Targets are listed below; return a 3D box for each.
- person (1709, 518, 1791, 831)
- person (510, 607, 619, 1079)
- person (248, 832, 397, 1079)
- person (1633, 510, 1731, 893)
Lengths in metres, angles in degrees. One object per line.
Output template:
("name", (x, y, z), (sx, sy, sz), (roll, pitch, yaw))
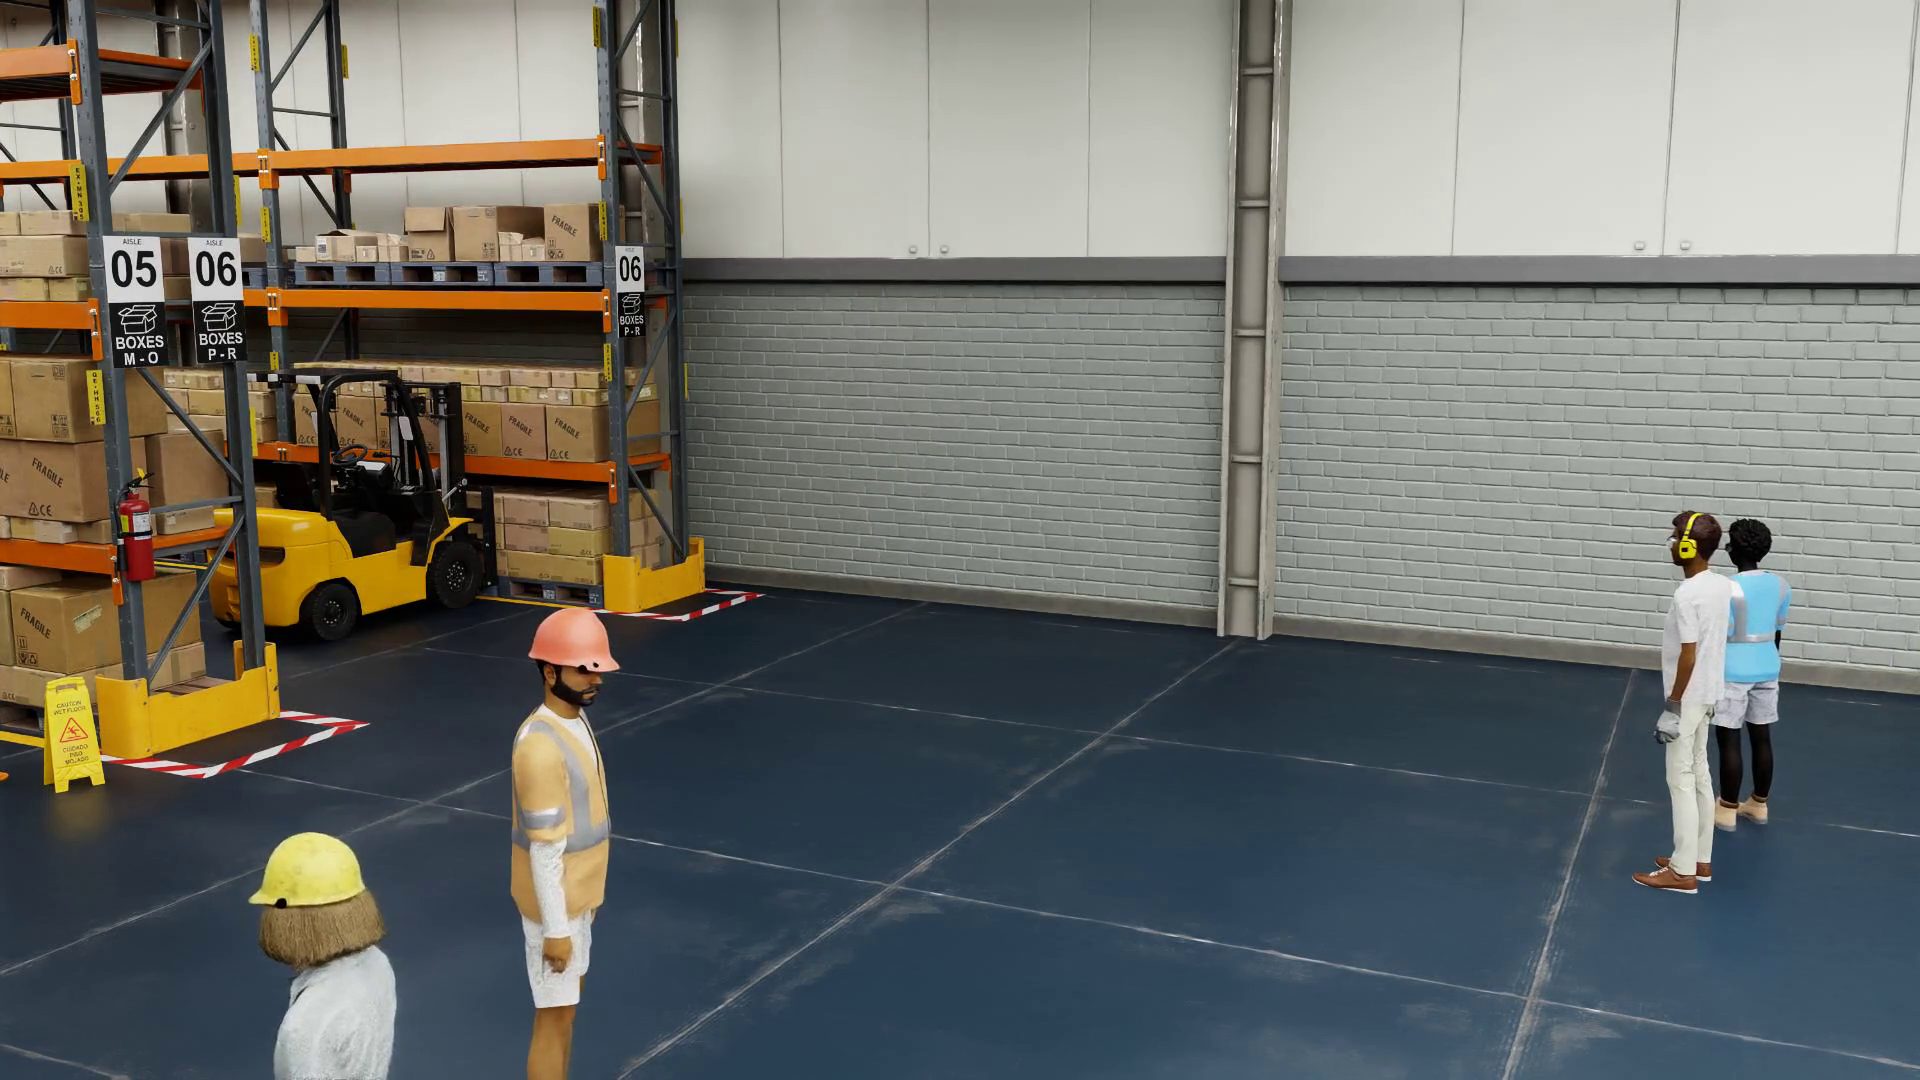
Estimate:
("person", (4.232, 0.728, 9.010), (0.537, 1.695, 0.321), (-4, 10, -22))
("person", (-1.295, 1.175, 5.547), (0.375, 1.934, 0.547), (-1, 9, -3))
("person", (-1.474, 1.538, 3.931), (0.322, 1.736, 0.498), (0, 9, -1))
("person", (3.546, 0.787, 8.126), (0.312, 1.869, 0.537), (9, 13, 43))
